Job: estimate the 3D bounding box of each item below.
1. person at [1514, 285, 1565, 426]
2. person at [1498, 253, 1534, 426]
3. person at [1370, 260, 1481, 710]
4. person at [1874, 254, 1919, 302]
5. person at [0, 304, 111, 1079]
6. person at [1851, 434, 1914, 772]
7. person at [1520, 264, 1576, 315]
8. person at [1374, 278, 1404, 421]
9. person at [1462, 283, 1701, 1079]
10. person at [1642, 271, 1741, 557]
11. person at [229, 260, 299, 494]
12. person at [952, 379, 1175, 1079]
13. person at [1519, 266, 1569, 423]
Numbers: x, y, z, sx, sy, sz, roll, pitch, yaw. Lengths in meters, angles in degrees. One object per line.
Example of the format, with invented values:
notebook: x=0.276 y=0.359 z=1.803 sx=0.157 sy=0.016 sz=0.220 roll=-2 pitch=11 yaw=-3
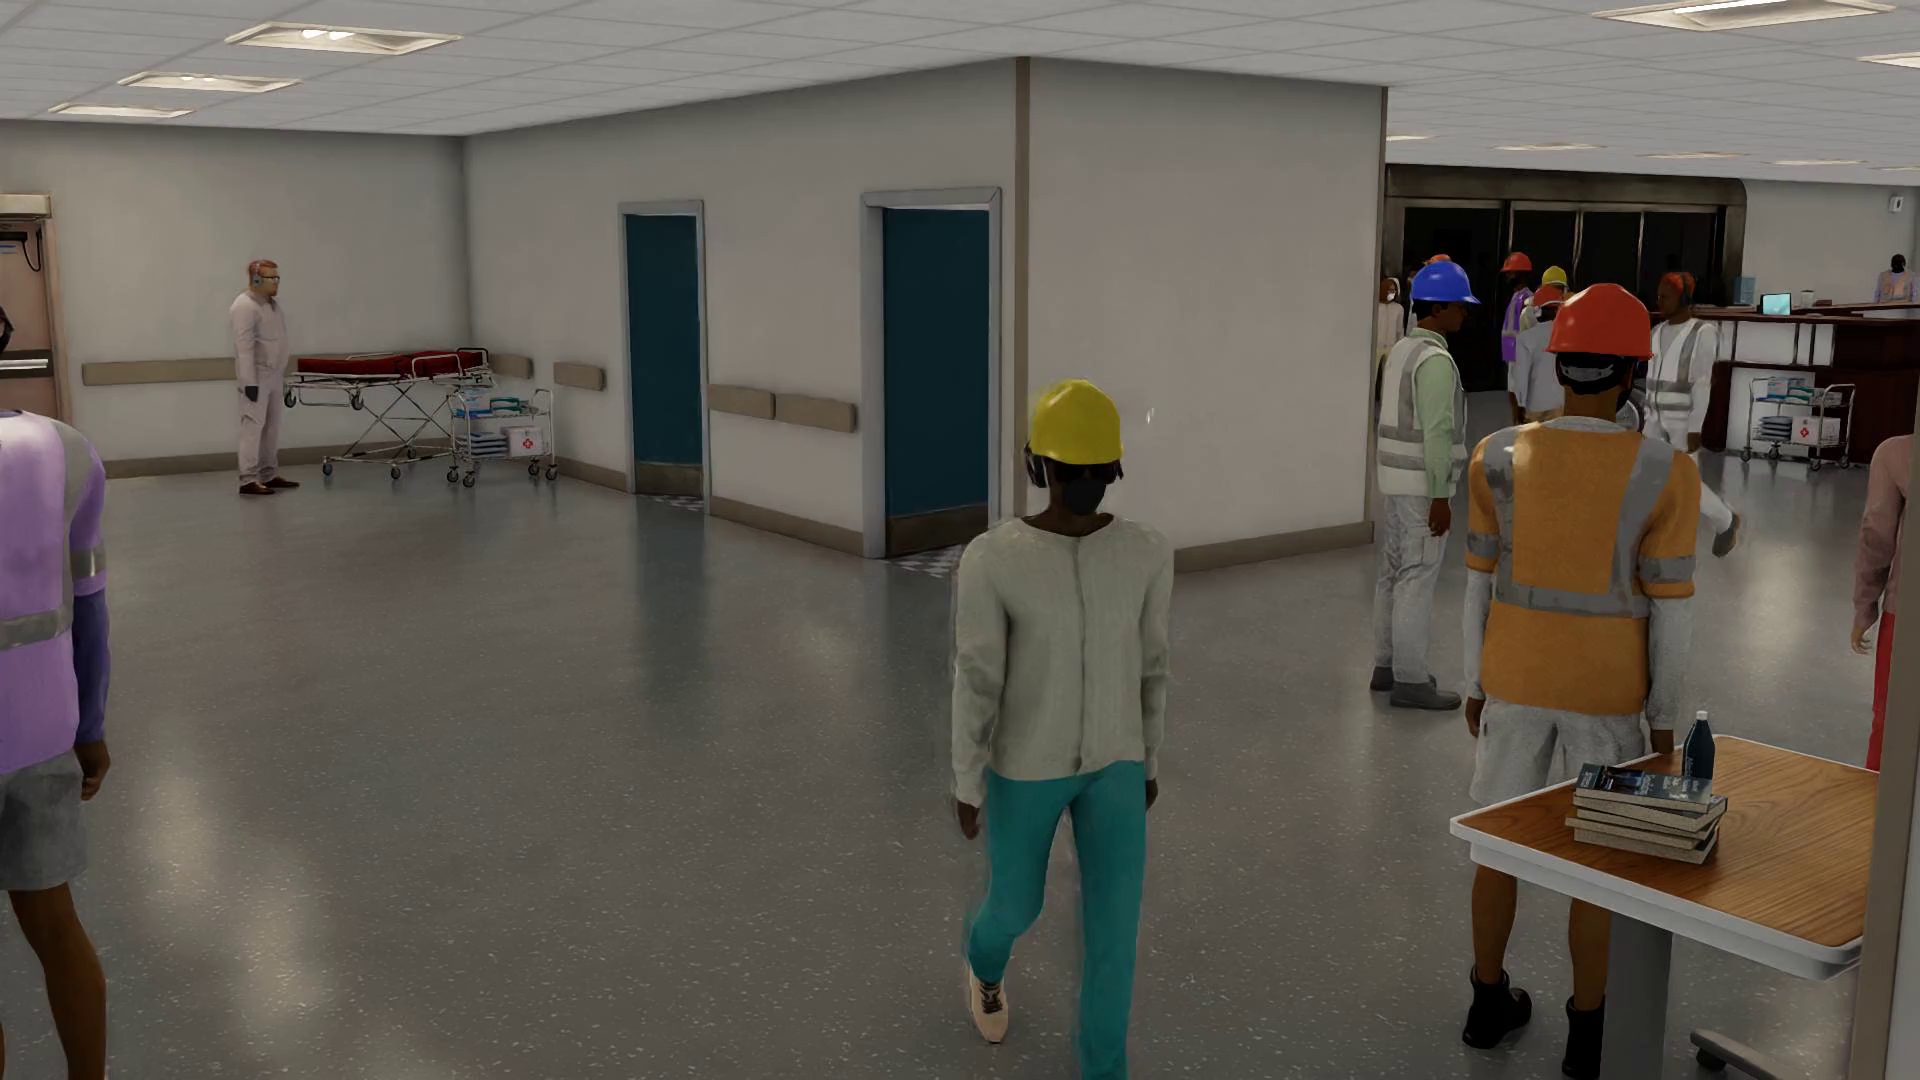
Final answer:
person: x=4.497 y=-1.084 z=12.706 sx=0.571 sy=1.718 sz=0.880 roll=-1 pitch=10 yaw=-8
person: x=5.190 y=-1.711 z=15.598 sx=0.404 sy=1.930 sz=0.556 roll=3 pitch=10 yaw=14
person: x=2.033 y=-0.241 z=7.296 sx=0.404 sy=1.945 sz=0.615 roll=0 pitch=10 yaw=-1
person: x=15.461 y=-3.799 z=27.529 sx=0.624 sy=1.844 sz=0.430 roll=9 pitch=13 yaw=40
person: x=-2.040 y=0.409 z=3.436 sx=0.404 sy=2.030 sz=0.612 roll=3 pitch=11 yaw=19
person: x=3.013 y=0.251 z=5.074 sx=0.533 sy=1.758 sz=0.332 roll=7 pitch=12 yaw=33
person: x=5.438 y=-1.606 z=15.286 sx=0.622 sy=1.835 sz=0.431 roll=2 pitch=10 yaw=11
person: x=4.831 y=-2.164 z=18.983 sx=0.504 sy=1.627 sz=0.285 roll=-3 pitch=10 yaw=-15
person: x=1.501 y=0.346 z=4.080 sx=0.540 sy=1.930 sz=0.387 roll=7 pitch=12 yaw=33
person: x=4.521 y=-0.746 z=10.393 sx=0.797 sy=1.857 sz=0.576 roll=-4 pitch=11 yaw=-20
person: x=-5.651 y=-1.319 z=13.513 sx=0.413 sy=1.892 sz=0.642 roll=0 pitch=10 yaw=2
person: x=0.212 y=0.484 z=3.836 sx=0.532 sy=1.739 sz=0.795 roll=-3 pitch=11 yaw=-16
person: x=5.164 y=-1.469 z=14.536 sx=0.591 sy=1.826 sz=0.404 roll=4 pitch=11 yaw=20
